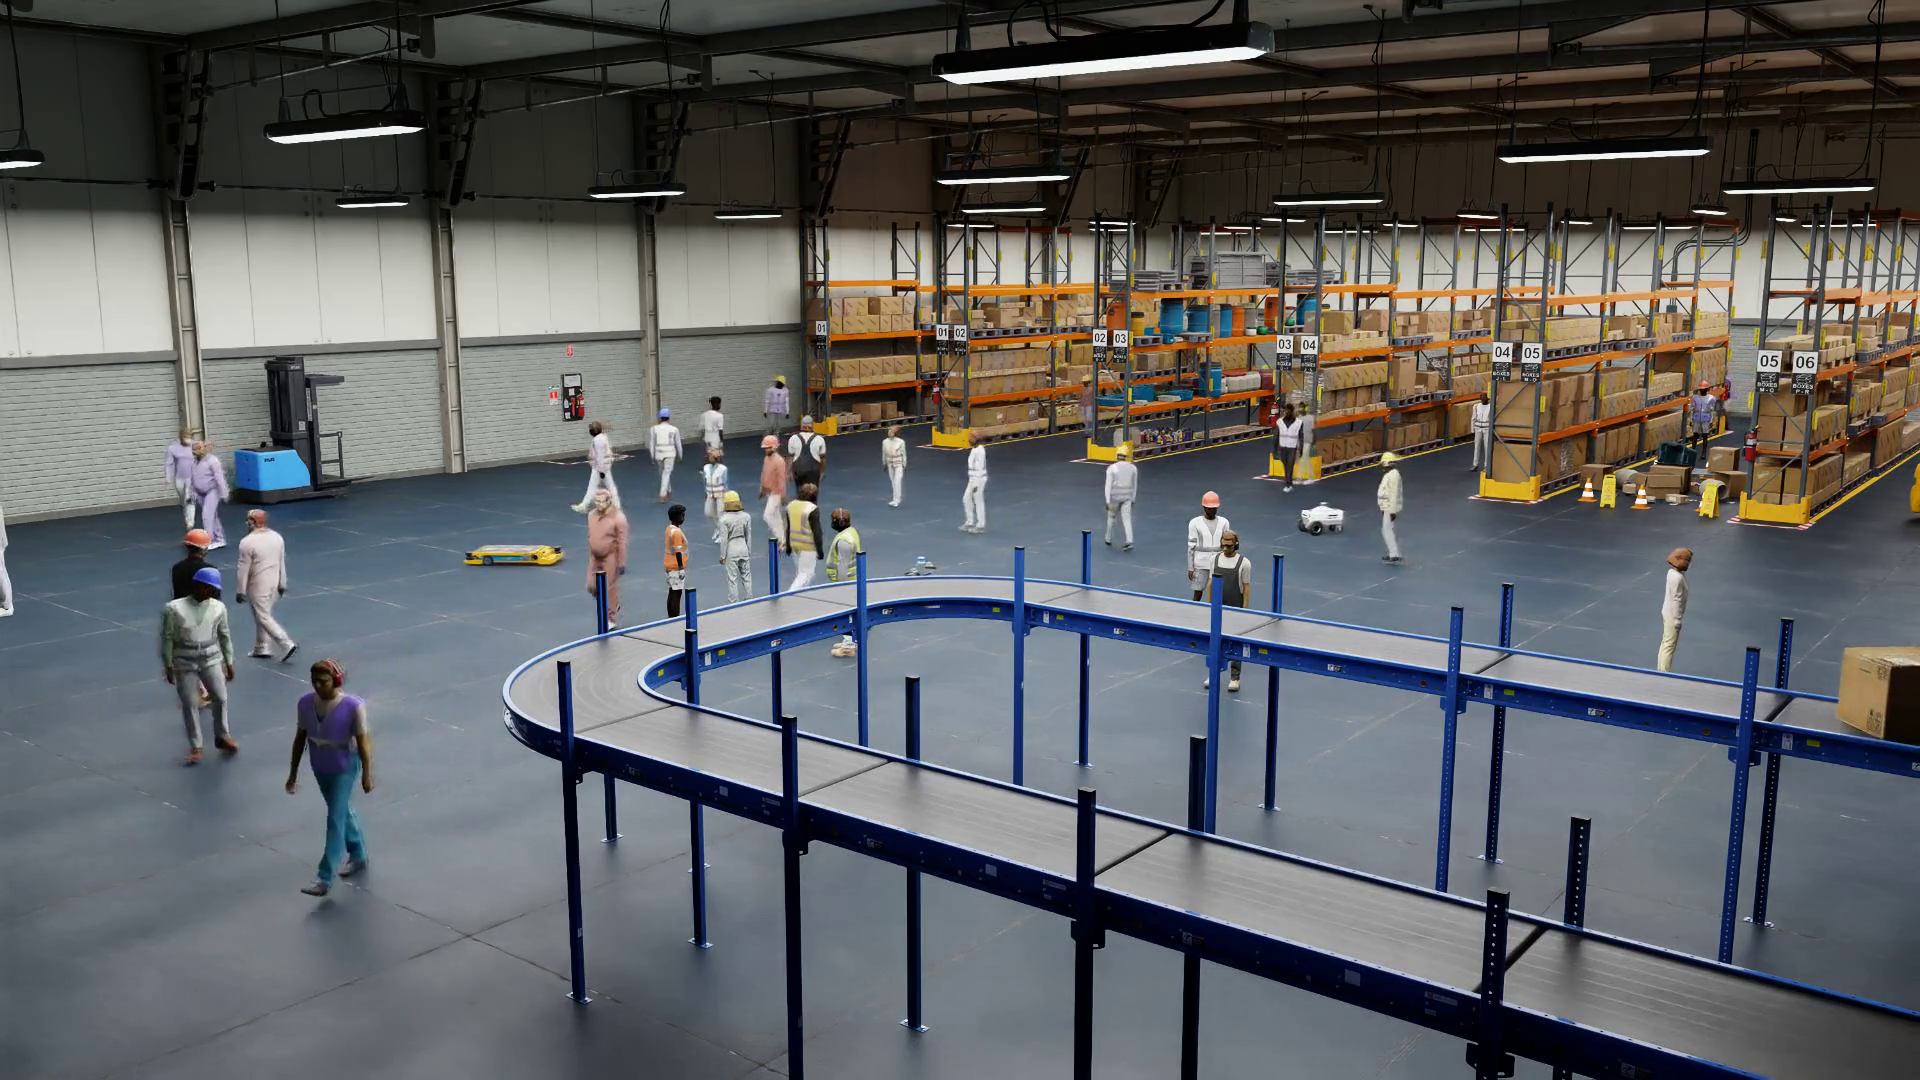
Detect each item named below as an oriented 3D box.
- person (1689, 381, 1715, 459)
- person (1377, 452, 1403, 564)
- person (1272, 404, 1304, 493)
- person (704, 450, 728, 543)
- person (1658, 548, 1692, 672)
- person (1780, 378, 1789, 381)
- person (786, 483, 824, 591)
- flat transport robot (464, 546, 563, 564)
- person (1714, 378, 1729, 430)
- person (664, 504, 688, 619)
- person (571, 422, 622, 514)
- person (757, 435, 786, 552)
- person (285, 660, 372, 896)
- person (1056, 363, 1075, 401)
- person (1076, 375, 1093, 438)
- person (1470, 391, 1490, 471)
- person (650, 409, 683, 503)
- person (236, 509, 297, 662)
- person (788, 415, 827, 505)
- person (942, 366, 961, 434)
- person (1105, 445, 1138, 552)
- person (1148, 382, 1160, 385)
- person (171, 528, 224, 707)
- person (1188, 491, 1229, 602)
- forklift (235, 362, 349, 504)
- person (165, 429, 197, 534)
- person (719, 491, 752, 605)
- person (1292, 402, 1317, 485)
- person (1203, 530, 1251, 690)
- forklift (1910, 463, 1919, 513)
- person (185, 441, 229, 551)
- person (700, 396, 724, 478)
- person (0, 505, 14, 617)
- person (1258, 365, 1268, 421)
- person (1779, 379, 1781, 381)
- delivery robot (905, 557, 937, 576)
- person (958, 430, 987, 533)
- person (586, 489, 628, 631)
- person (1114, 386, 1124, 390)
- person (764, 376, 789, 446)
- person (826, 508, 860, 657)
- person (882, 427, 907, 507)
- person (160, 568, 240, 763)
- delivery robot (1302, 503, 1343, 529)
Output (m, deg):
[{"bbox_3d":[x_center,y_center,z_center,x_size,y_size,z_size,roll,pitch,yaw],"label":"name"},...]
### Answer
[{"bbox_3d":[18.373,-2.977,38.767,0.552,1.935,0.373,8,13,38],"label":"person"},{"bbox_3d":[6.963,-0.522,25.372,0.420,1.790,0.651,2,10,13],"label":"person"},{"bbox_3d":[6.900,-1.926,33.038,0.611,1.862,0.994,5,11,26],"label":"person"},{"bbox_3d":[-4.235,-0.758,27.143,0.534,1.625,0.345,5,11,28],"label":"person"},{"bbox_3d":[8.164,0.889,17.864,0.283,1.633,0.498,3,11,17],"label":"person"},{"bbox_3d":[23.549,-4.085,44.855,0.692,1.989,0.742,-8,13,-40],"label":"person"},{"bbox_3d":[-2.234,0.098,21.847,0.752,1.813,0.642,-8,13,-39],"label":"person"},{"bbox_3d":[-7.274,0.237,25.488,1.431,0.197,0.652,0,10,1],"label":"flat transport robot"},{"bbox_3d":[21.969,-4.148,45.459,0.901,1.896,0.553,3,10,16],"label":"person"},{"bbox_3d":[-3.735,0.369,20.626,0.319,1.692,0.533,-4,11,-22],"label":"person"},{"bbox_3d":[-7.034,-1.390,30.239,0.973,1.785,0.645,0,10,-1],"label":"person"},{"bbox_3d":[-3.176,-0.782,26.317,0.573,1.969,0.634,-5,11,-26],"label":"person"},{"bbox_3d":[-4.919,1.828,12.118,0.572,1.802,0.939,3,11,18],"label":"person"},{"bbox_3d":[3.136,-4.465,47.501,0.631,1.806,0.721,6,12,30],"label":"person"},{"bbox_3d":[3.434,-3.669,43.201,0.543,1.743,0.661,9,13,41],"label":"person"},{"bbox_3d":[12.177,-2.531,36.408,0.587,1.882,0.341,7,12,35],"label":"person"},{"bbox_3d":[-5.975,-1.726,31.876,0.626,1.896,1.023,2,10,10],"label":"person"},{"bbox_3d":[-8.460,0.558,19.078,0.847,1.886,0.647,3,10,16],"label":"person"},{"bbox_3d":[-2.845,-1.334,29.351,0.698,2.000,0.820,0,10,-1],"label":"person"},{"bbox_3d":[-0.249,-3.899,43.920,0.606,1.939,0.975,4,11,23],"label":"person"},{"bbox_3d":[2.741,-0.703,26.453,0.607,1.781,0.922,-3,11,-17],"label":"person"},{"bbox_3d":[6.498,-5.308,52.799,0.507,1.622,0.366,7,12,34],"label":"person"},{"bbox_3d":[-8.306,0.860,17.055,0.647,1.974,0.517,3,11,19],"label":"person"},{"bbox_3d":[3.212,0.328,20.167,0.550,1.935,0.376,-2,10,-10],"label":"person"},{"bbox_3d":[-13.803,-2.244,32.110,1.129,2.768,1.873,8,13,37],"label":"forklift"},{"bbox_3d":[-13.996,-1.087,28.323,0.650,1.880,1.070,-3,11,-17],"label":"person"},{"bbox_3d":[-3.099,0.186,21.537,0.483,1.735,0.311,-8,13,-38],"label":"person"},{"bbox_3d":[7.462,-2.103,34.166,0.884,1.827,0.503,-5,11,-25],"label":"person"},{"bbox_3d":[3.047,0.789,17.843,0.506,1.842,0.346,6,12,29],"label":"person"},{"bbox_3d":[19.034,-1.348,28.998,2.313,2.155,1.214,8,13,37],"label":"forklift"},{"bbox_3d":[-12.737,-0.734,26.329,0.713,1.872,0.818,6,11,29],"label":"person"},{"bbox_3d":[-5.457,-2.189,34.319,0.617,1.949,0.660,9,13,41],"label":"person"},{"bbox_3d":[-13.293,0.121,21.518,0.333,1.872,0.515,-4,11,-22],"label":"person"},{"bbox_3d":[9.288,-4.478,47.831,0.531,1.723,0.896,7,12,36],"label":"person"},{"bbox_3d":[22.919,-3.908,44.159,0.606,1.895,0.820,-4,11,-22],"label":"person"},{"bbox_3d":[-0.563,0.367,22.960,0.335,0.223,0.698,4,11,23],"label":"delivery robot"},{"bbox_3d":[0.191,-1.048,28.074,0.598,1.873,0.615,-2,10,-13],"label":"person"},{"bbox_3d":[-4.679,0.257,20.670,0.656,1.890,0.449,6,12,29],"label":"person"},{"bbox_3d":[5.361,-5.241,52.209,0.542,1.694,0.319,6,12,32],"label":"person"},{"bbox_3d":[-4.829,-3.411,41.366,0.639,1.877,0.490,-4,11,-23],"label":"person"},{"bbox_3d":[-1.446,0.513,19.436,0.429,1.837,0.631,1,10,5],"label":"person"},{"bbox_3d":[-1.334,-1.458,31.158,0.540,1.602,0.640,6,12,29],"label":"person"},{"bbox_3d":[-7.460,1.218,15.295,0.662,1.900,0.405,-9,13,-40],"label":"person"},{"bbox_3d":[6.531,-0.431,28.182,0.707,0.478,0.477,-2,10,-14],"label":"delivery robot"}]
